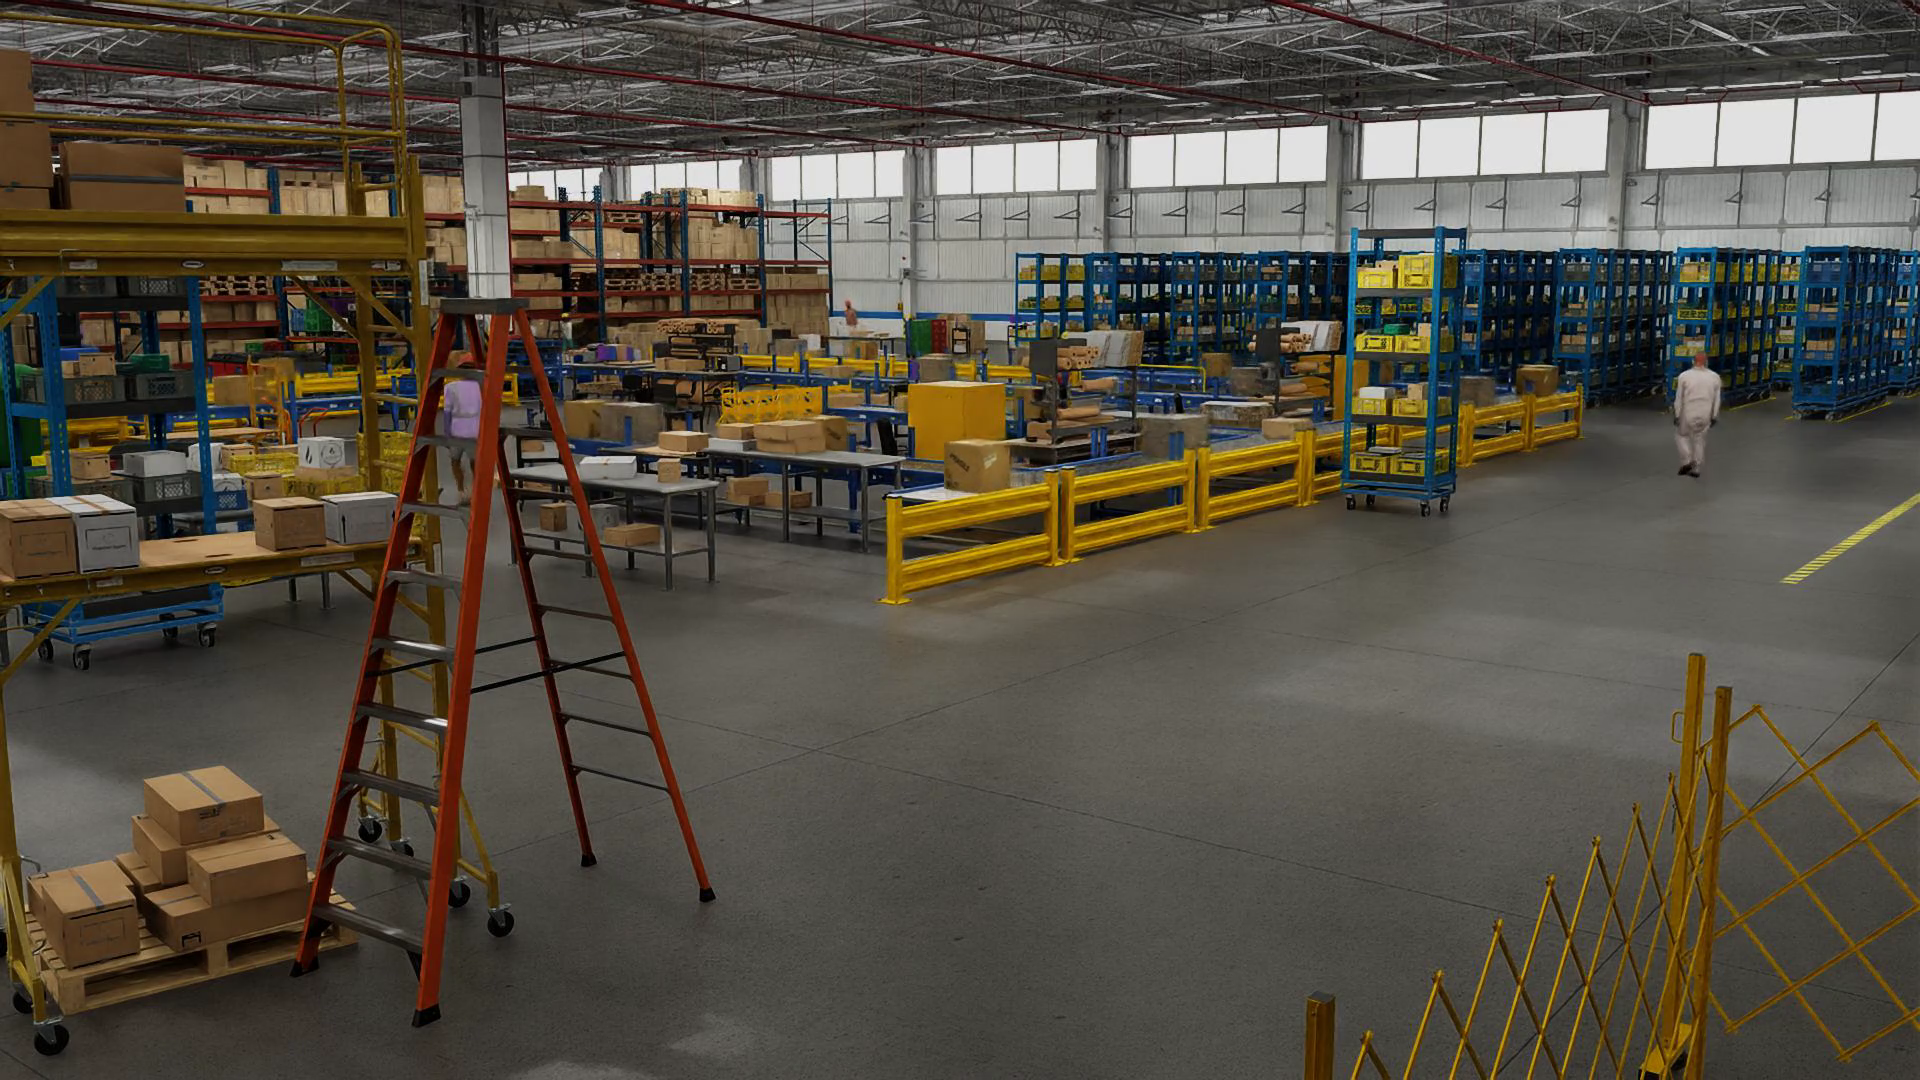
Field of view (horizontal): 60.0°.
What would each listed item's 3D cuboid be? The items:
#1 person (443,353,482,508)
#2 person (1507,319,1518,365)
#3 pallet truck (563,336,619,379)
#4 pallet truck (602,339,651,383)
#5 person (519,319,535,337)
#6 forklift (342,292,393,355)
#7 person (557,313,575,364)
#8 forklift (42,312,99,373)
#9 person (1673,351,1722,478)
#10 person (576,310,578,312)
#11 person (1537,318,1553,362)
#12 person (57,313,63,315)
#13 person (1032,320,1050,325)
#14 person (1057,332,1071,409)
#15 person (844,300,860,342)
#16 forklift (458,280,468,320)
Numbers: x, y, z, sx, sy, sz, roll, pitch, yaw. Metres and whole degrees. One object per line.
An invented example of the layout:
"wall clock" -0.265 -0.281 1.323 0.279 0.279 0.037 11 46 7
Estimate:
"person" -6.324 -1.379 21.316 0.621 2.016 0.654 -5 10 -29
"person" 15.477 -5.345 46.736 0.525 1.821 0.626 1 9 8
"pallet truck" -10.690 -5.294 48.215 1.601 1.201 0.680 -5 10 -26
"pallet truck" -8.991 -4.871 45.351 0.653 1.274 1.630 7 11 37
"person" -13.629 -6.149 52.155 0.558 1.660 0.794 2 9 10
"forklift" -16.485 -5.622 45.120 1.129 2.768 1.873 7 11 37
"person" -13.248 -6.803 56.098 0.536 1.722 0.898 7 11 35
"forklift" -23.779 -5.451 44.052 1.873 2.768 1.129 7 11 36
"person" 10.964 -1.872 24.799 0.670 1.887 0.449 1 9 5
"person" -16.765 -9.619 73.133 0.581 1.891 0.955 7 11 37
"person" 16.156 -5.255 46.176 0.579 1.800 0.698 -4 10 -21
"person" -25.779 -5.550 47.666 0.558 1.913 0.601 8 12 39
"person" 2.505 -6.159 51.405 0.604 1.938 0.402 -2 9 -10
"person" 2.299 -3.697 36.603 0.326 1.760 0.524 6 11 32
"person" -4.402 -8.769 67.635 0.625 1.957 0.671 6 11 34
"forklift" -14.899 -6.504 50.627 1.129 2.768 1.873 7 11 37
